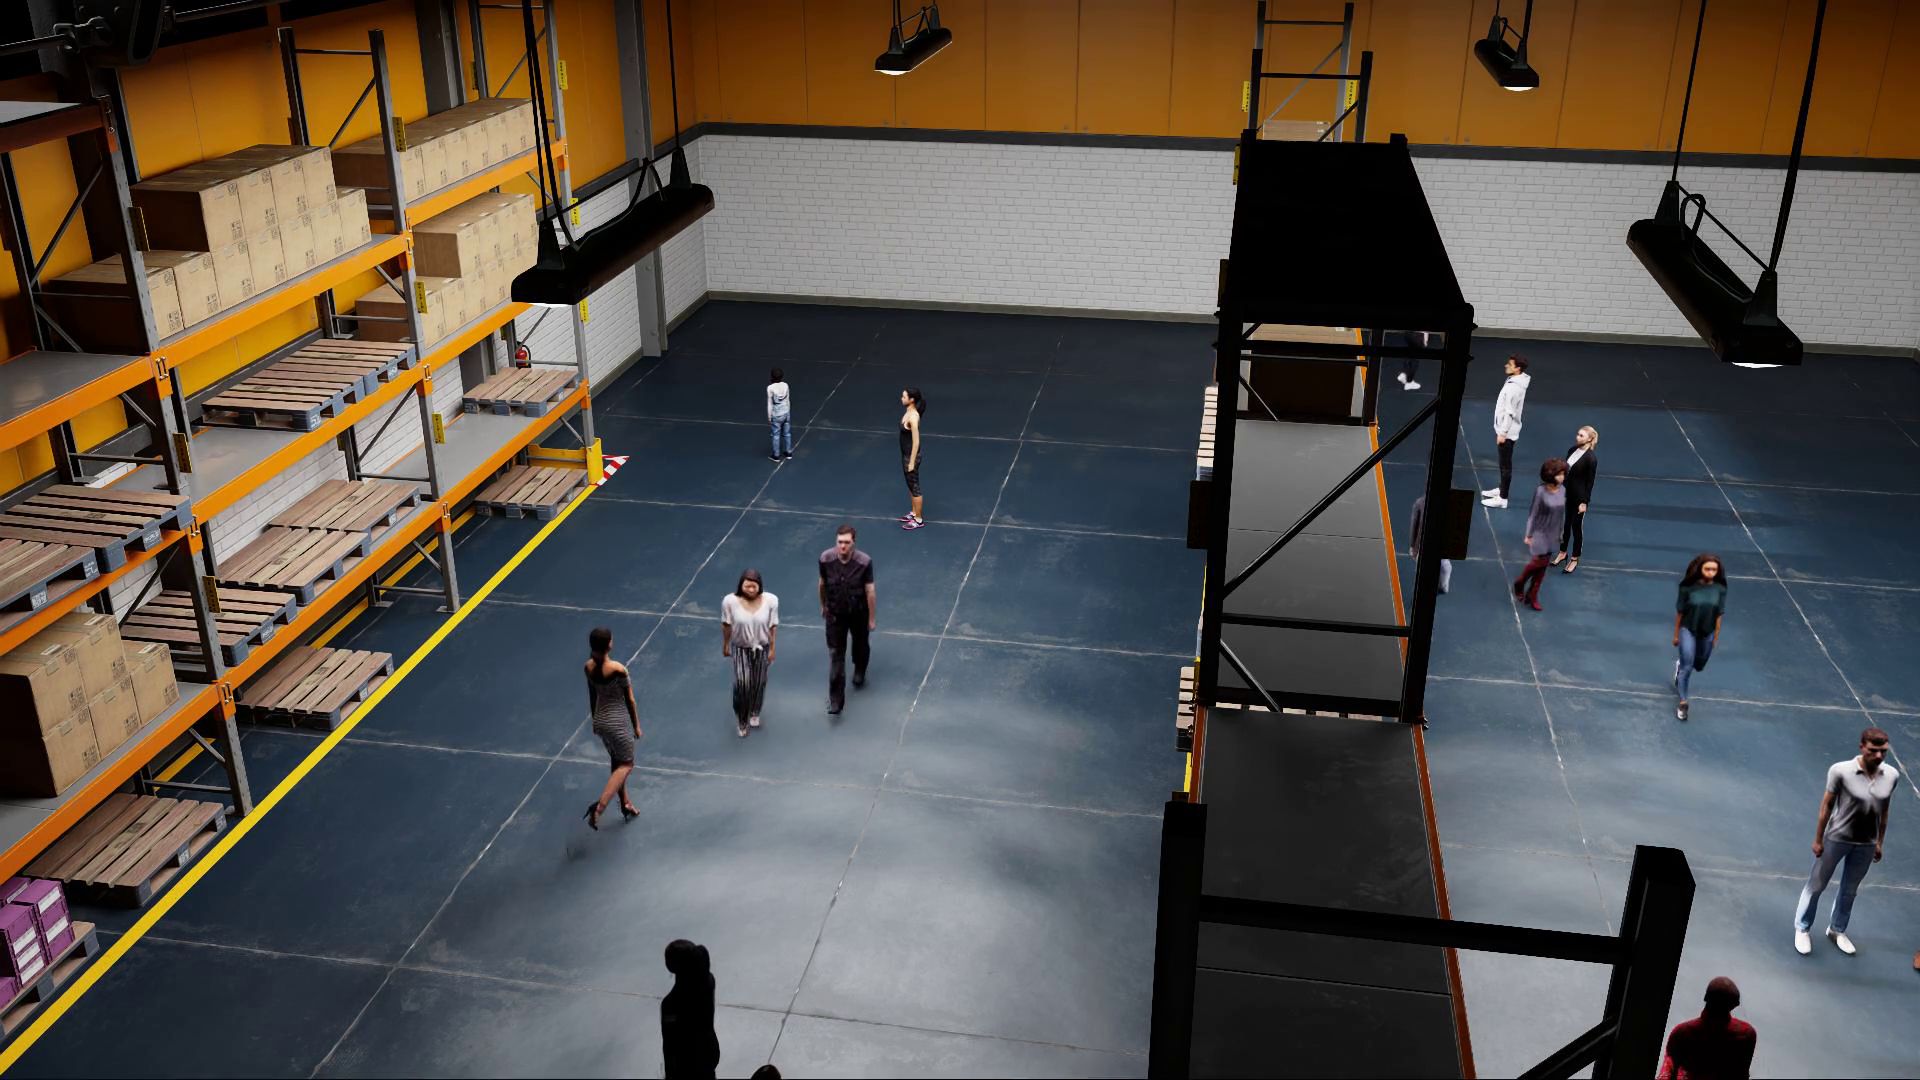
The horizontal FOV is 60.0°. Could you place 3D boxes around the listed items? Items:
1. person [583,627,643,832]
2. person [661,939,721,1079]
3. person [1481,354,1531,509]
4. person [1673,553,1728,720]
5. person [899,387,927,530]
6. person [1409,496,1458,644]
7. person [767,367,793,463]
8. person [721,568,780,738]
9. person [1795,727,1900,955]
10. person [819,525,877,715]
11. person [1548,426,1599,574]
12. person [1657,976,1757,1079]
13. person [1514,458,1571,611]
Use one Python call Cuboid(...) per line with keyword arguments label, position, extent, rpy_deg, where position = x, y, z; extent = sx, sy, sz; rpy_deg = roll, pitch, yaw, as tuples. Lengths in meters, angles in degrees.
Cuboid(label="person", position=(-2.909, 1.600, 13.658), extent=(0.804, 1.804, 0.983), rpy_deg=(14, 27, 29))
Cuboid(label="person", position=(-1.620, 3.178, 10.146), extent=(0.711, 1.727, 0.562), rpy_deg=(11, 26, 24))
Cuboid(label="person", position=(6.680, -1.351, 20.253), extent=(0.769, 1.930, 0.573), rpy_deg=(7, 25, 16))
Cuboid(label="person", position=(6.903, 0.850, 15.632), extent=(0.565, 1.596, 0.910), rpy_deg=(4, 24, 10))
Cuboid(label="person", position=(-0.563, -0.983, 19.661), extent=(0.704, 1.729, 0.585), rpy_deg=(-4, 24, -9))
Cuboid(label="person", position=(4.859, 0.109, 17.052), extent=(0.741, 1.818, 0.997), rpy_deg=(2, 24, 4))
Cuboid(label="person", position=(-2.374, -1.657, 21.790), extent=(0.554, 1.258, 0.616), rpy_deg=(-17, 29, -33))
Cuboid(label="person", position=(-1.930, 0.955, 15.319), extent=(0.817, 1.655, 0.860), rpy_deg=(-3, 24, -7))
Cuboid(label="person", position=(6.538, 2.195, 12.238), extent=(0.670, 1.851, 0.577), rpy_deg=(1, 24, 3))
Cuboid(label="person", position=(-1.044, 0.673, 15.801), extent=(0.758, 1.788, 1.250), rpy_deg=(3, 24, 7))
Cuboid(label="person", position=(6.848, -0.461, 18.495), extent=(0.758, 1.707, 0.655), rpy_deg=(-9, 25, -19))
Cuboid(label="person", position=(4.311, 3.335, 9.689), extent=(0.711, 1.805, 1.047), rpy_deg=(3, 24, 6))
Cuboid(label="person", position=(6.124, -0.081, 17.633), extent=(0.749, 1.701, 0.808), rpy_deg=(-9, 25, -20))
